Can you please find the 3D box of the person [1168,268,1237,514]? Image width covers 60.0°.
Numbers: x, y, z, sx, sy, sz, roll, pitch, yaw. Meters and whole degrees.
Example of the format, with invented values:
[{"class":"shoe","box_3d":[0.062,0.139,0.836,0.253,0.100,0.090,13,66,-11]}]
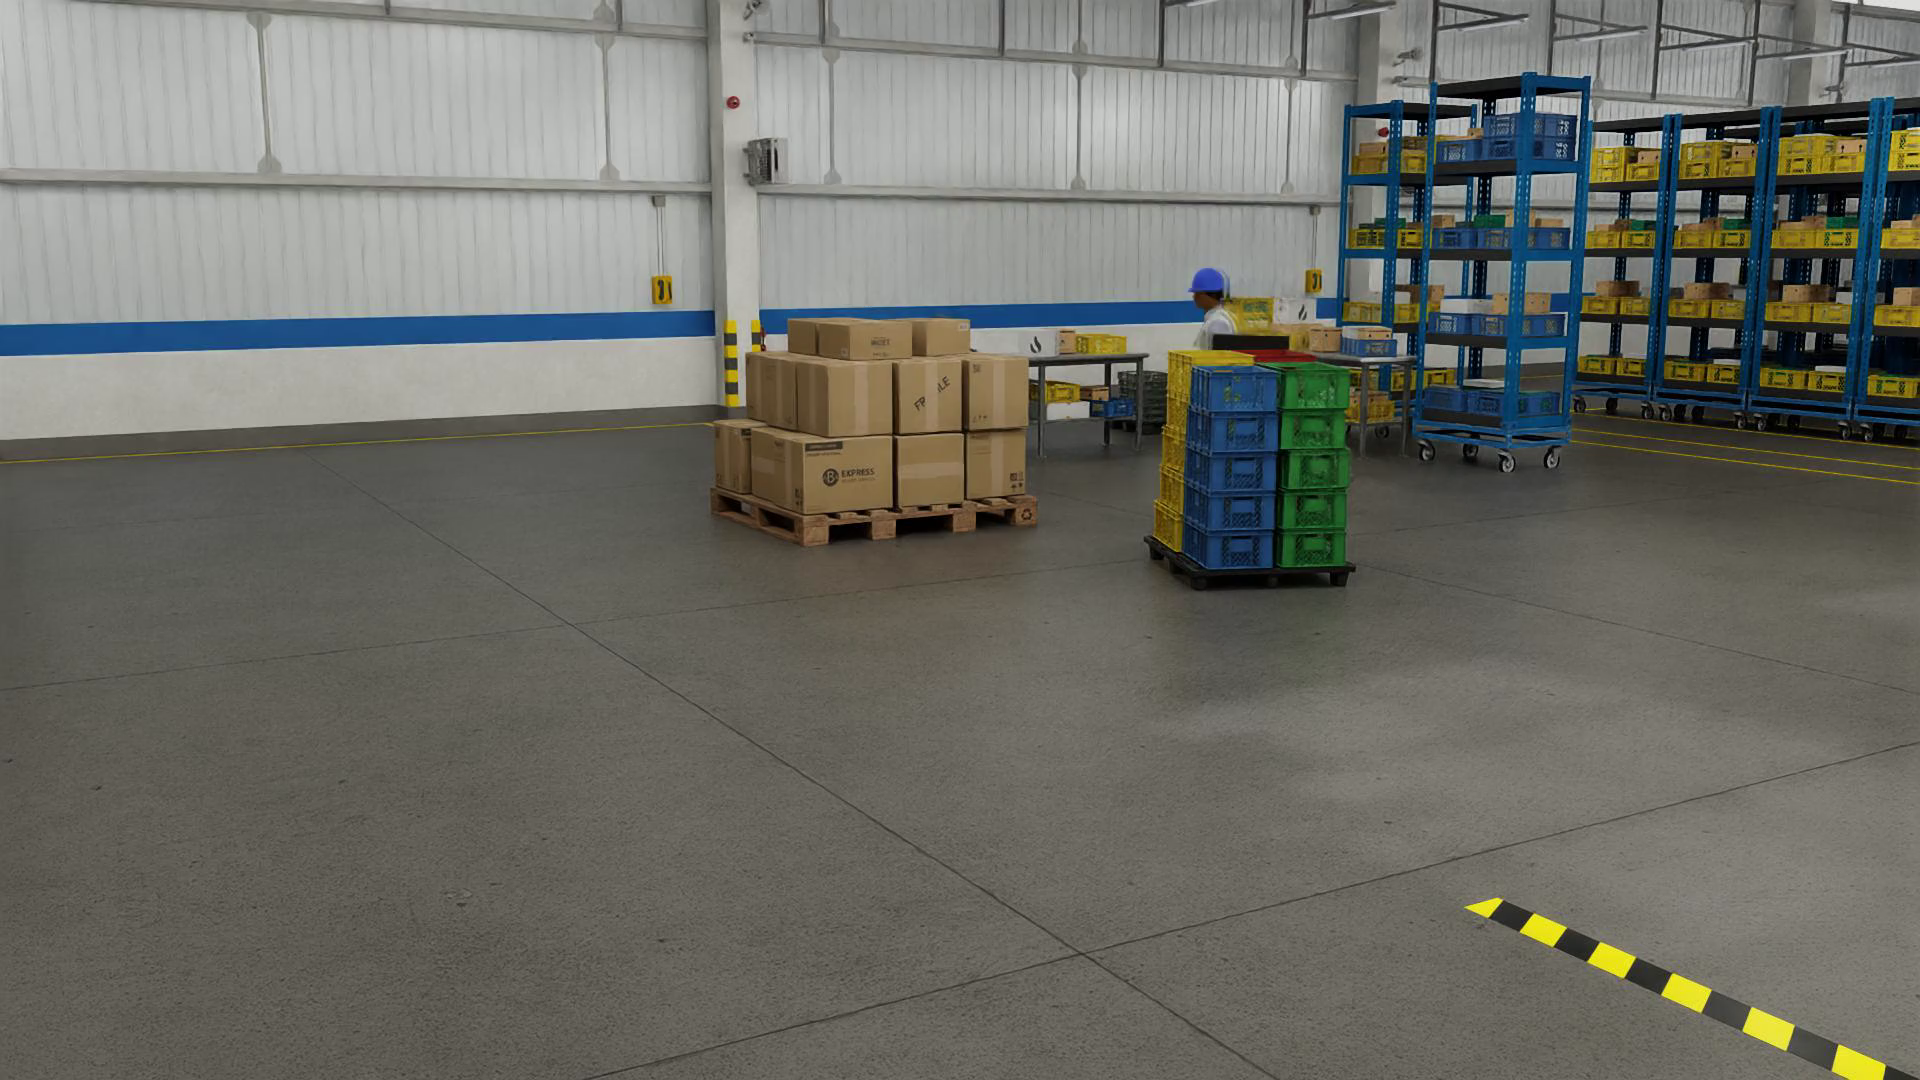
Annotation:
[{"class":"person","box_3d":[2.021,-1.123,12.768,0.827,1.921,0.620,0,10,2]}]
